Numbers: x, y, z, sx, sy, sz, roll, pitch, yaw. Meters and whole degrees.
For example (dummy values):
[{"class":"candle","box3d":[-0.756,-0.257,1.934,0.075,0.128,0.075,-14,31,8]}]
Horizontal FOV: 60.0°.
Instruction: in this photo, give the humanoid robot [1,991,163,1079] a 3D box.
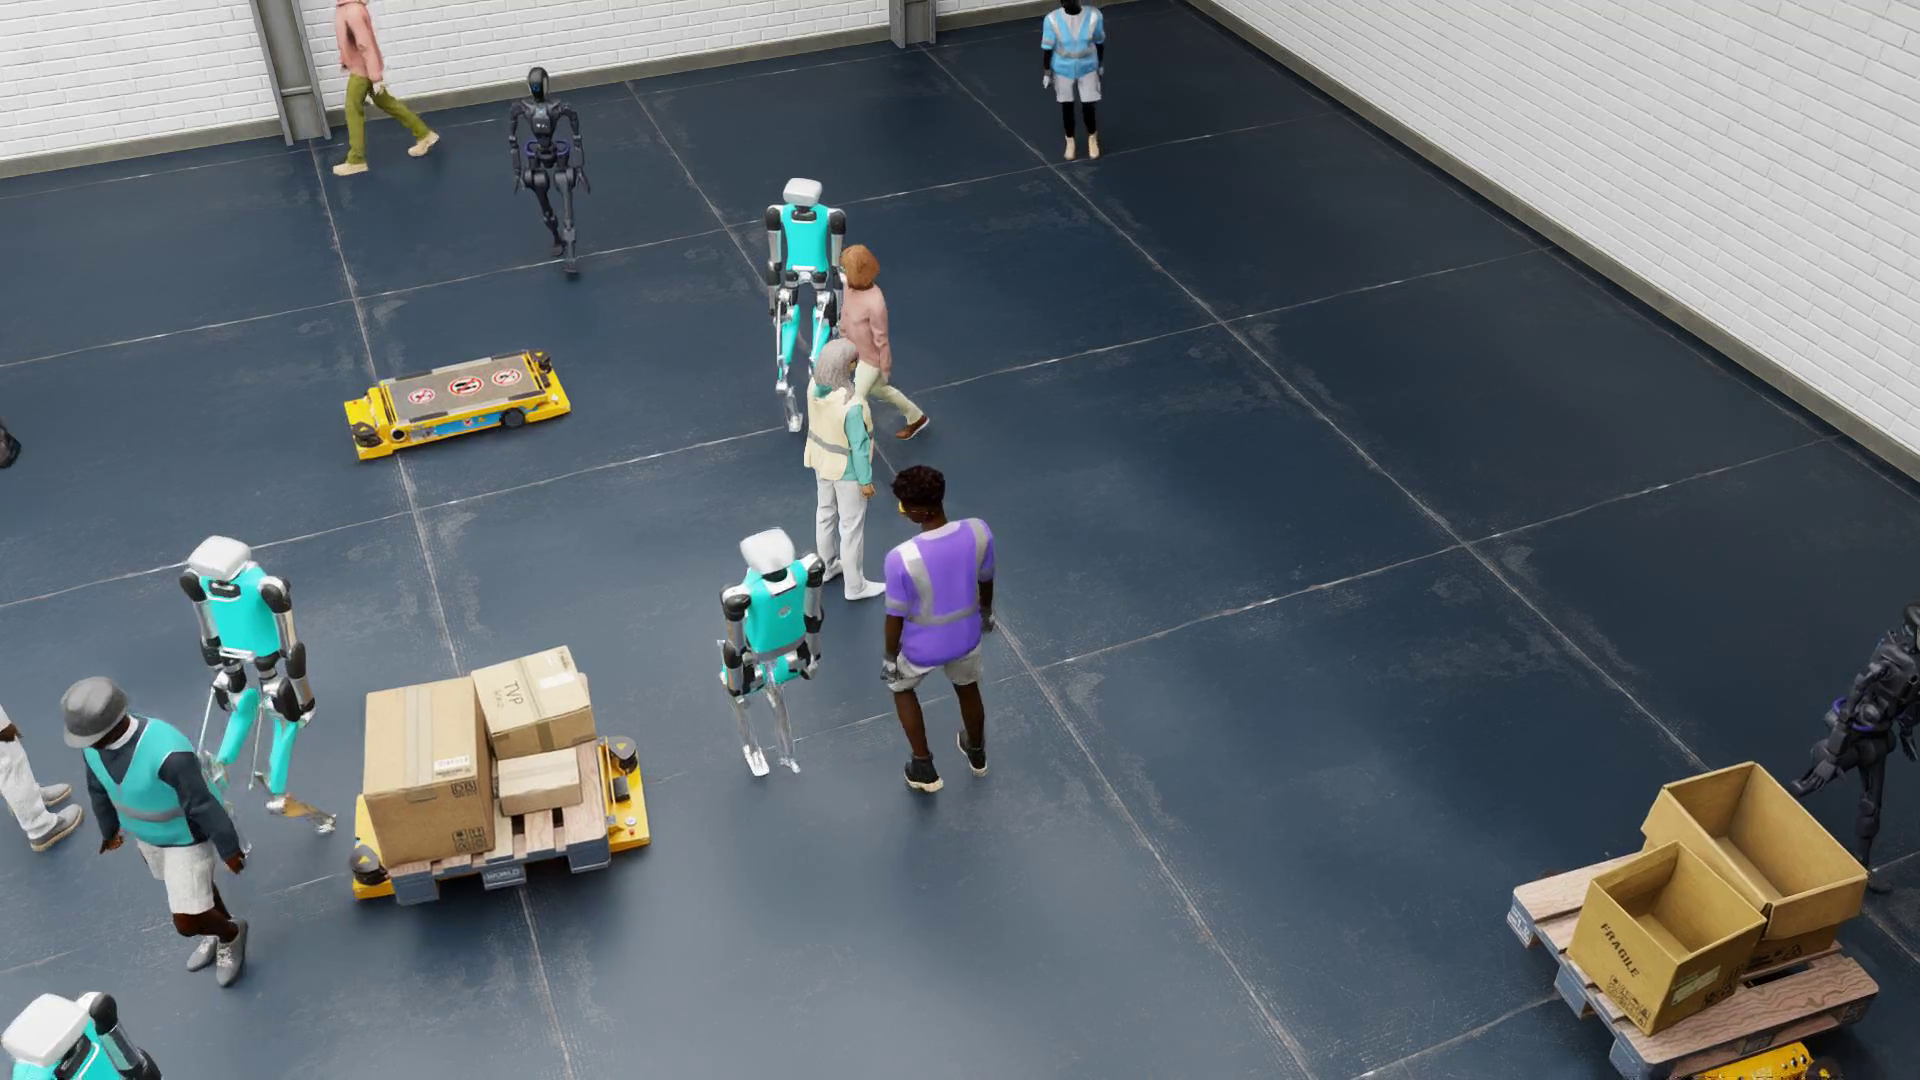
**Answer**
[{"class":"humanoid robot","box3d":[-2.871,2.318,6.067,0.686,1.812,0.552,7,38,9]}]

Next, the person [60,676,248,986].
[{"class":"person","box3d":[-3.456,1.273,7.273,0.673,1.905,0.524,13,39,16]}]

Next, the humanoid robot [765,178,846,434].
[{"class":"humanoid robot","box3d":[-1.025,-1.455,10.906,0.537,1.715,0.742,3,38,4]}]

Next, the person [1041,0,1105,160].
[{"class":"person","box3d":[0.971,-4.081,14.436,0.545,1.659,0.418,2,38,3]}]

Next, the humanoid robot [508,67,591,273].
[{"class":"humanoid robot","box3d":[-3.180,-2.864,12.869,0.600,1.624,0.735,-4,38,-6]}]

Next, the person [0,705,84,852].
[{"class":"person","box3d":[-4.727,0.740,7.990,0.421,1.877,0.593,-23,43,-27]}]

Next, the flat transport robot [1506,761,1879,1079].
[{"class":"flat transport robot","box3d":[3.281,2.042,7.615,0.659,0.231,1.431,-12,39,-15]}]

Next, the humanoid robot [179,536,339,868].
[{"class":"humanoid robot","box3d":[-3.436,0.899,7.937,0.532,1.804,0.808,7,38,10]}]

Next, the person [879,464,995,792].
[{"class":"person","box3d":[-0.107,0.462,8.310,0.701,1.941,0.415,-21,42,-25]}]

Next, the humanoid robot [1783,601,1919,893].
[{"class":"humanoid robot","box3d":[4.318,0.929,7.945,0.602,1.626,0.779,-16,40,-20]}]

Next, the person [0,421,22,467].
[{"class":"person","box3d":[-6.595,-1.286,10.626,0.627,1.887,0.483,-17,41,-20]}]

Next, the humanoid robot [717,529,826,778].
[{"class":"humanoid robot","box3d":[-1.022,0.562,8.355,0.549,1.775,0.824,-22,43,-26]}]

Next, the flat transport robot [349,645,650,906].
[{"class":"flat transport robot","box3d":[-2.335,1.394,8.459,1.431,0.231,0.659,-9,38,-11]}]

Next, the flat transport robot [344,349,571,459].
[{"class":"flat transport robot","box3d":[-3.484,-0.952,11.513,1.431,0.231,0.659,-15,40,-19]}]

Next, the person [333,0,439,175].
[{"class":"person","box3d":[-5.085,-4.081,14.326,0.920,1.802,0.507,-14,40,-17]}]

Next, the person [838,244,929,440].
[{"class":"person","box3d":[-0.559,-1.213,10.764,0.827,1.590,0.498,-16,40,-20]}]

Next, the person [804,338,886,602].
[{"class":"person","box3d":[-0.696,-0.397,9.606,0.363,1.709,0.476,-27,45,-31]}]
